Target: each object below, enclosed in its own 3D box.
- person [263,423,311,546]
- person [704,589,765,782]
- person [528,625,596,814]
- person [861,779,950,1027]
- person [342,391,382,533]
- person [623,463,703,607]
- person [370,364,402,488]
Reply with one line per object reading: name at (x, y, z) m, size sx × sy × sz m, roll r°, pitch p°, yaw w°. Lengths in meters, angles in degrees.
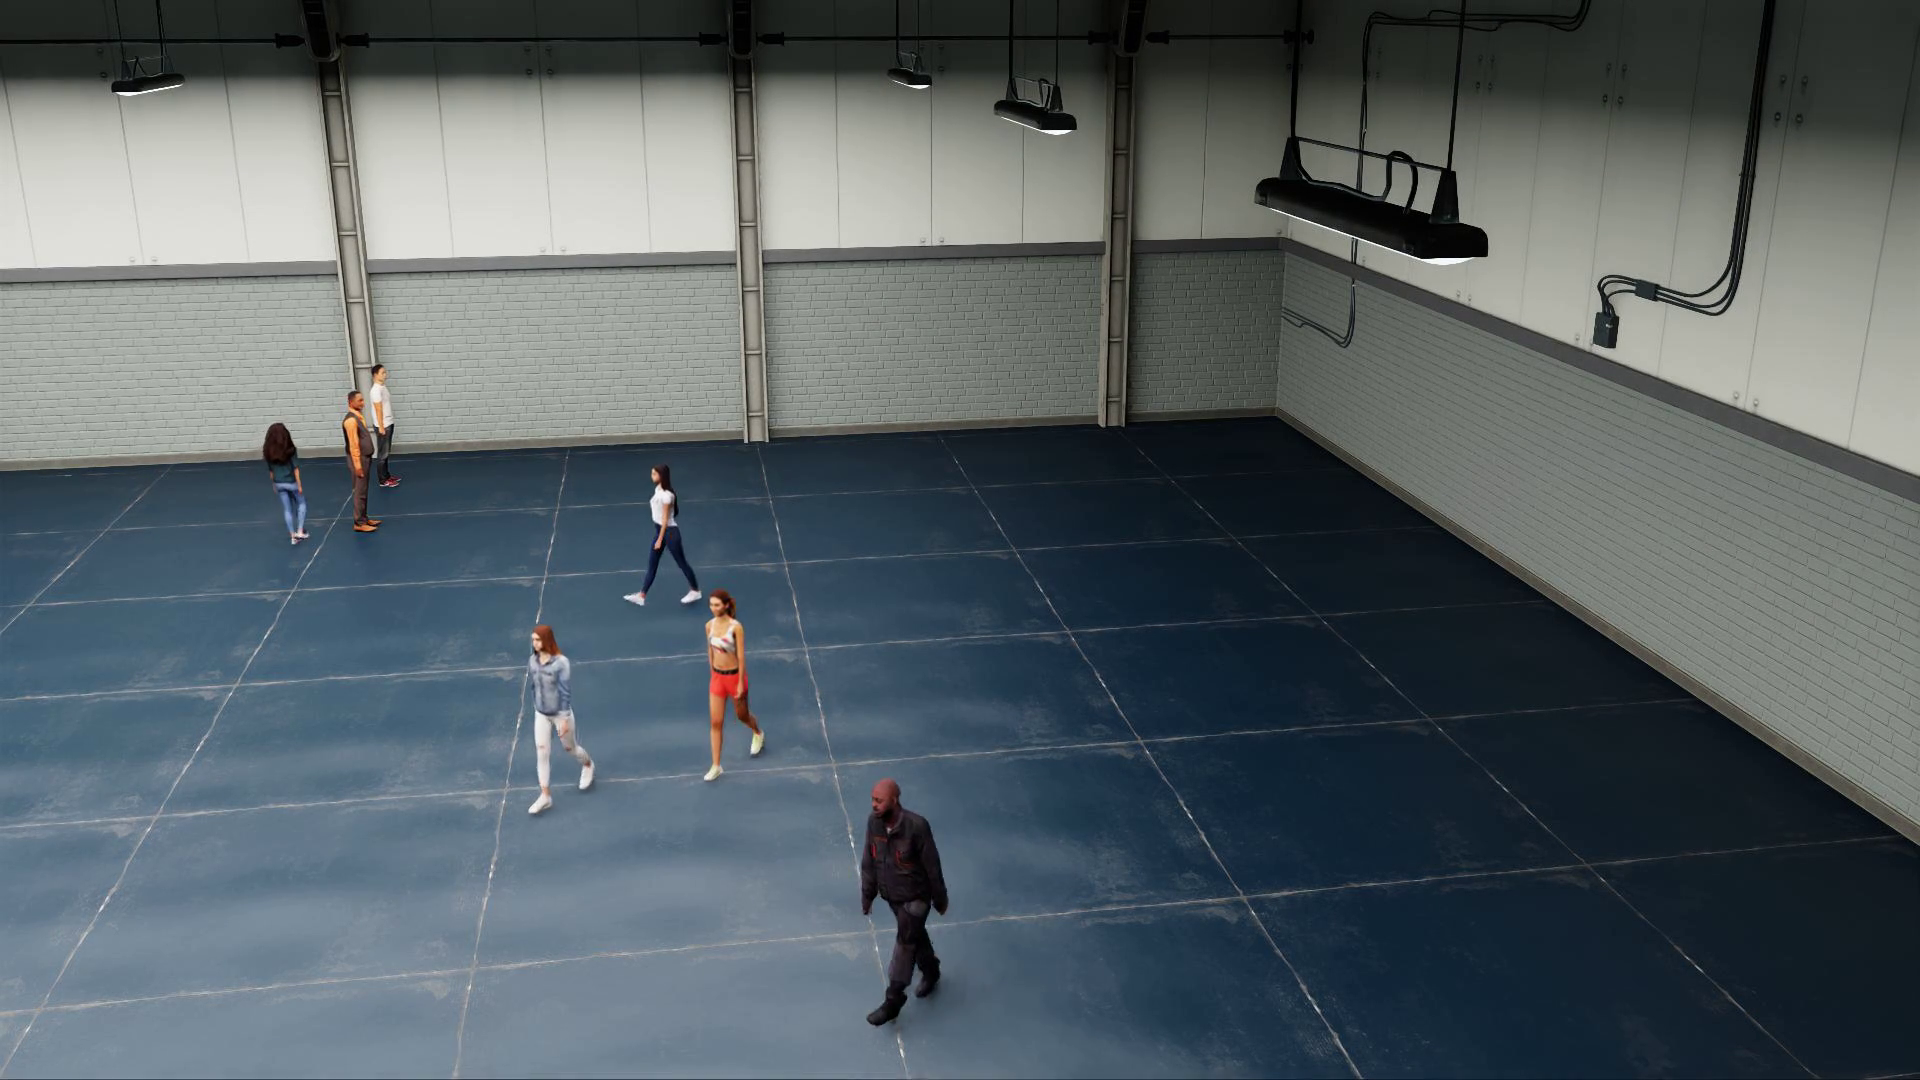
person at (-8.861, -0.709, 21.788) m, size 0.578 × 1.601 × 0.695 m, roll 0°, pitch 18°, yaw 1°
person at (-2.084, 1.293, 15.395) m, size 1.155 × 1.754 × 1.046 m, roll 7°, pitch 19°, yaw 19°
person at (-3.540, 1.535, 14.777) m, size 1.102 × 1.675 × 1.033 m, roll 7°, pitch 19°, yaw 20°
person at (-0.303, 2.465, 11.766) m, size 1.175 × 1.772 × 1.229 m, roll 10°, pitch 20°, yaw 27°
person at (-8.108, -1.074, 22.417) m, size 0.587 × 1.906 × 0.680 m, roll -3°, pitch 18°, yaw -8°
person at (-3.334, -0.028, 19.506) m, size 1.240 × 1.720 × 0.908 m, roll -11°, pitch 21°, yaw -31°
person at (-8.515, -1.701, 24.513) m, size 0.529 × 1.800 × 0.630 m, roll -3°, pitch 18°, yaw -8°
